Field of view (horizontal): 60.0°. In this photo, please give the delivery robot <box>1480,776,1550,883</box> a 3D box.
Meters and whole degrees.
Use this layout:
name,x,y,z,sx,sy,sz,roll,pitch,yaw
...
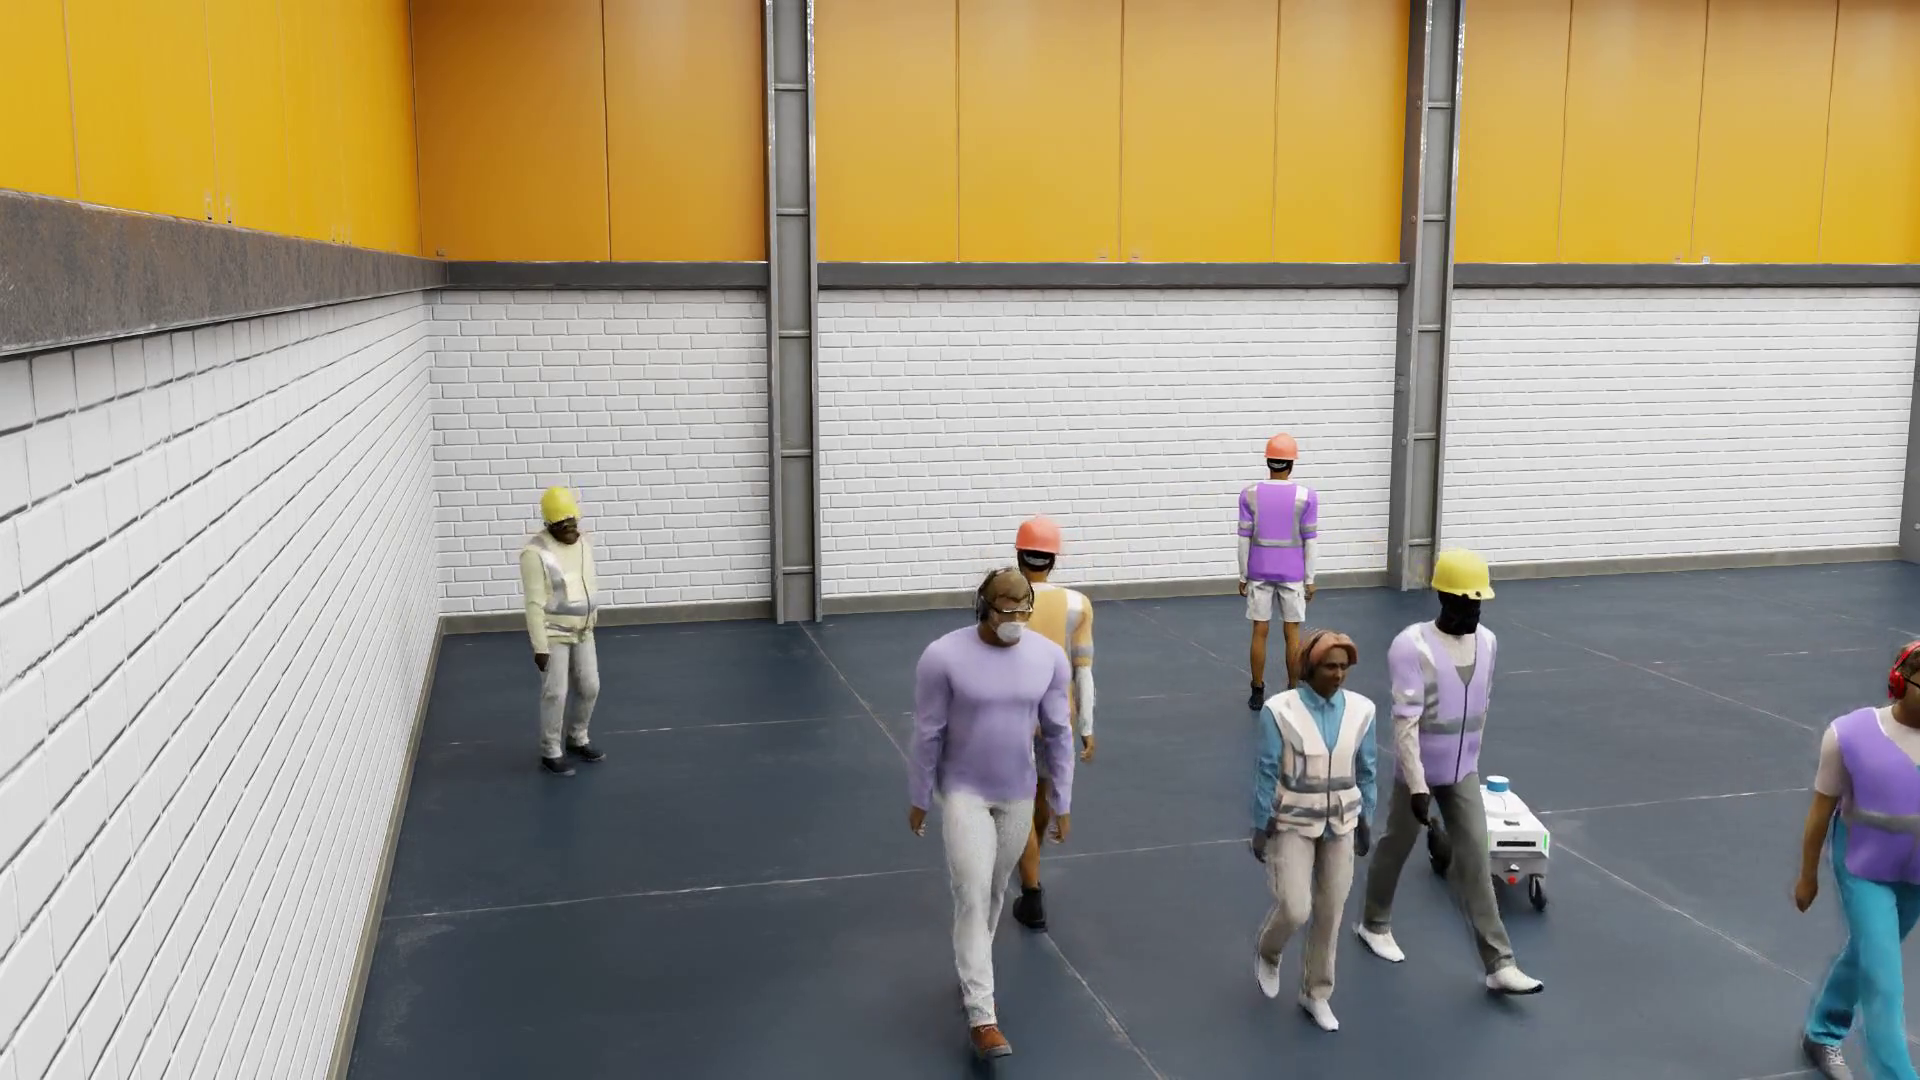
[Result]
name,x,y,z,sx,sy,sz,roll,pitch,yaw
delivery robot,2.633,1.406,8.177,0.477,0.478,0.707,0,9,2

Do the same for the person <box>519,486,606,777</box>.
name,x,y,z,sx,sy,sz,roll,pitch,yaw
person,-2.381,0.550,9.971,0.484,1.789,0.617,5,11,30

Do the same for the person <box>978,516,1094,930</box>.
name,x,y,z,sx,sy,sz,roll,pitch,yaw
person,0.319,0.820,7.997,0.583,1.873,1.004,-1,9,-8

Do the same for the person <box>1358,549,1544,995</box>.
name,x,y,z,sx,sy,sz,roll,pitch,yaw
person,2.074,0.974,7.063,0.609,1.876,1.005,-4,10,-24

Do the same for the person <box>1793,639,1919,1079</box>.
name,x,y,z,sx,sy,sz,roll,pitch,yaw
person,3.311,1.212,5.897,0.554,1.780,1.044,-1,9,-4

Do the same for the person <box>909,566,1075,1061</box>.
name,x,y,z,sx,sy,sz,roll,pitch,yaw
person,0.165,1.049,6.523,0.638,1.892,0.971,-3,10,-18

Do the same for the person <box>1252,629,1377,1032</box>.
name,x,y,z,sx,sy,sz,roll,pitch,yaw
person,1.419,1.153,6.688,0.541,1.622,0.398,-2,9,-13

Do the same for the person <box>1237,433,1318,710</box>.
name,x,y,z,sx,sy,sz,roll,pitch,yaw
person,2.194,0.226,11.530,0.547,1.938,0.379,3,10,18
